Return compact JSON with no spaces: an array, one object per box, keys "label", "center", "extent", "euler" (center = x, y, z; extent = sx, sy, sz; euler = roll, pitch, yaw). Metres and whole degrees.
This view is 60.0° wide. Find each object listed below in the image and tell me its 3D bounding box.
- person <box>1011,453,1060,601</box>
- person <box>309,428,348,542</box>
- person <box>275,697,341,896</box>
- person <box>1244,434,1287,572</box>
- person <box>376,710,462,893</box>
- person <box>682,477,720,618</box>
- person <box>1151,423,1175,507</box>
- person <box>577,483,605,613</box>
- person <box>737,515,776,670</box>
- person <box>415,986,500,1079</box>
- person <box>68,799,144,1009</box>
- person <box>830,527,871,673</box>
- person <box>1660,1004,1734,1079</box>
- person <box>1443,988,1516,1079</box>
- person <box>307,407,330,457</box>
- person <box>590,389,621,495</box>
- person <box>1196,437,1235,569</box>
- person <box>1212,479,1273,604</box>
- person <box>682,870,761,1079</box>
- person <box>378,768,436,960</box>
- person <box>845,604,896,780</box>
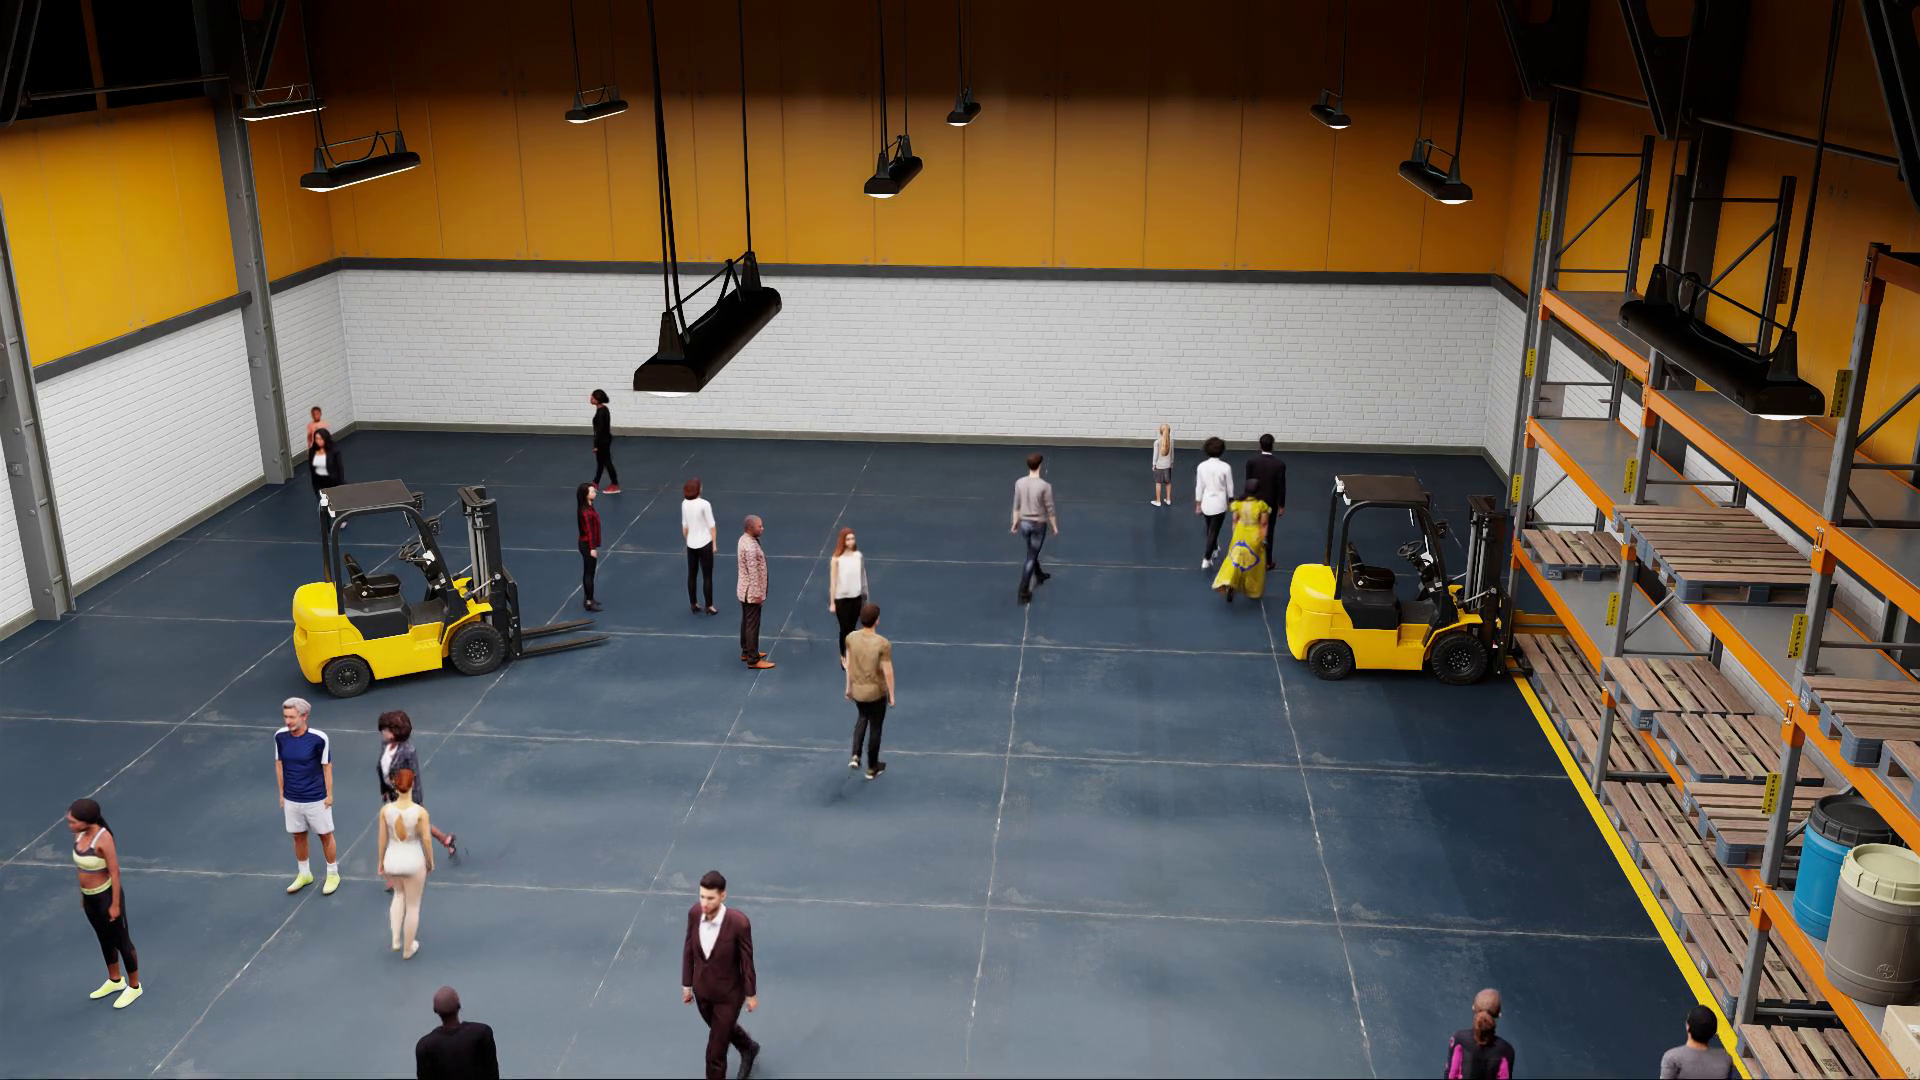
[{"label":"person","center":[0.906,-0.130,21.345],"extent":[1.065,1.854,1.308],"euler":[11,21,29]},{"label":"person","center":[-9.027,-0.832,23.861],"extent":[0.769,1.579,1.133],"euler":[-1,19,-3]},{"label":"person","center":[-5.678,2.199,14.452],"extent":[0.623,1.838,0.527],"euler":[2,19,5]},{"label":"person","center":[4.094,-0.518,22.453],"extent":[0.751,1.881,0.638],"euler":[6,20,17]},{"label":"person","center":[-4.810,2.241,14.600],"extent":[1.102,1.664,0.994],"euler":[-17,25,-41]},{"label":"person","center":[-3.268,0.084,20.801],"extent":[0.663,1.795,0.623],"euler":[8,20,22]},{"label":"person","center":[3.088,-1.156,25.297],"extent":[0.595,1.275,0.631],"euler":[-7,20,-21]},{"label":"person","center":[-4.710,0.079,21.032],"extent":[0.704,1.657,0.559],"euler":[-5,19,-14]},{"label":"person","center":[-2.433,0.583,19.297],"extent":[0.827,1.810,0.681],"euler":[-6,19,-17]},{"label":"person","center":[-3.133,3.589,10.446],"extent":[0.734,1.761,0.740],"euler":[-9,21,-25]},{"label":"person","center":[-6.624,2.771,12.883],"extent":[0.634,1.755,0.633],"euler":[10,21,27]},{"label":"person","center":[-1.339,0.656,19.236],"extent":[0.740,1.709,0.787],"euler":[-11,22,-30]},{"label":"person","center":[4.497,3.701,10.197],"extent":[0.727,1.707,1.171],"euler":[0,19,-1]},{"label":"person","center":[3.185,3.627,10.379],"extent":[0.678,1.732,0.713],"euler":[8,20,22]},{"label":"person","center":[-10.071,-1.466,26.208],"extent":[0.644,1.281,0.939],"euler":[-3,19,-8]},{"label":"person","center":[-5.464,-1.521,25.773],"extent":[0.742,1.663,0.819],"euler":[-1,19,-2]},{"label":"person","center":[3.419,-0.457,22.455],"extent":[0.918,1.763,1.247],"euler":[8,20,24]},{"label":"person","center":[3.649,0.045,21.161],"extent":[1.078,1.639,1.335],"euler":[8,20,23]},{"label":"person","center":[-1.659,3.129,11.693],"extent":[0.999,1.837,1.315],"euler":[9,21,25]},{"label":"person","center":[-4.493,2.667,13.404],"extent":[0.585,1.620,0.553],"euler":[-1,19,-1]},{"label":"person","center":[-0.947,1.529,16.439],"extent":[0.815,1.840,0.872],"euler":[9,21,25]}]
